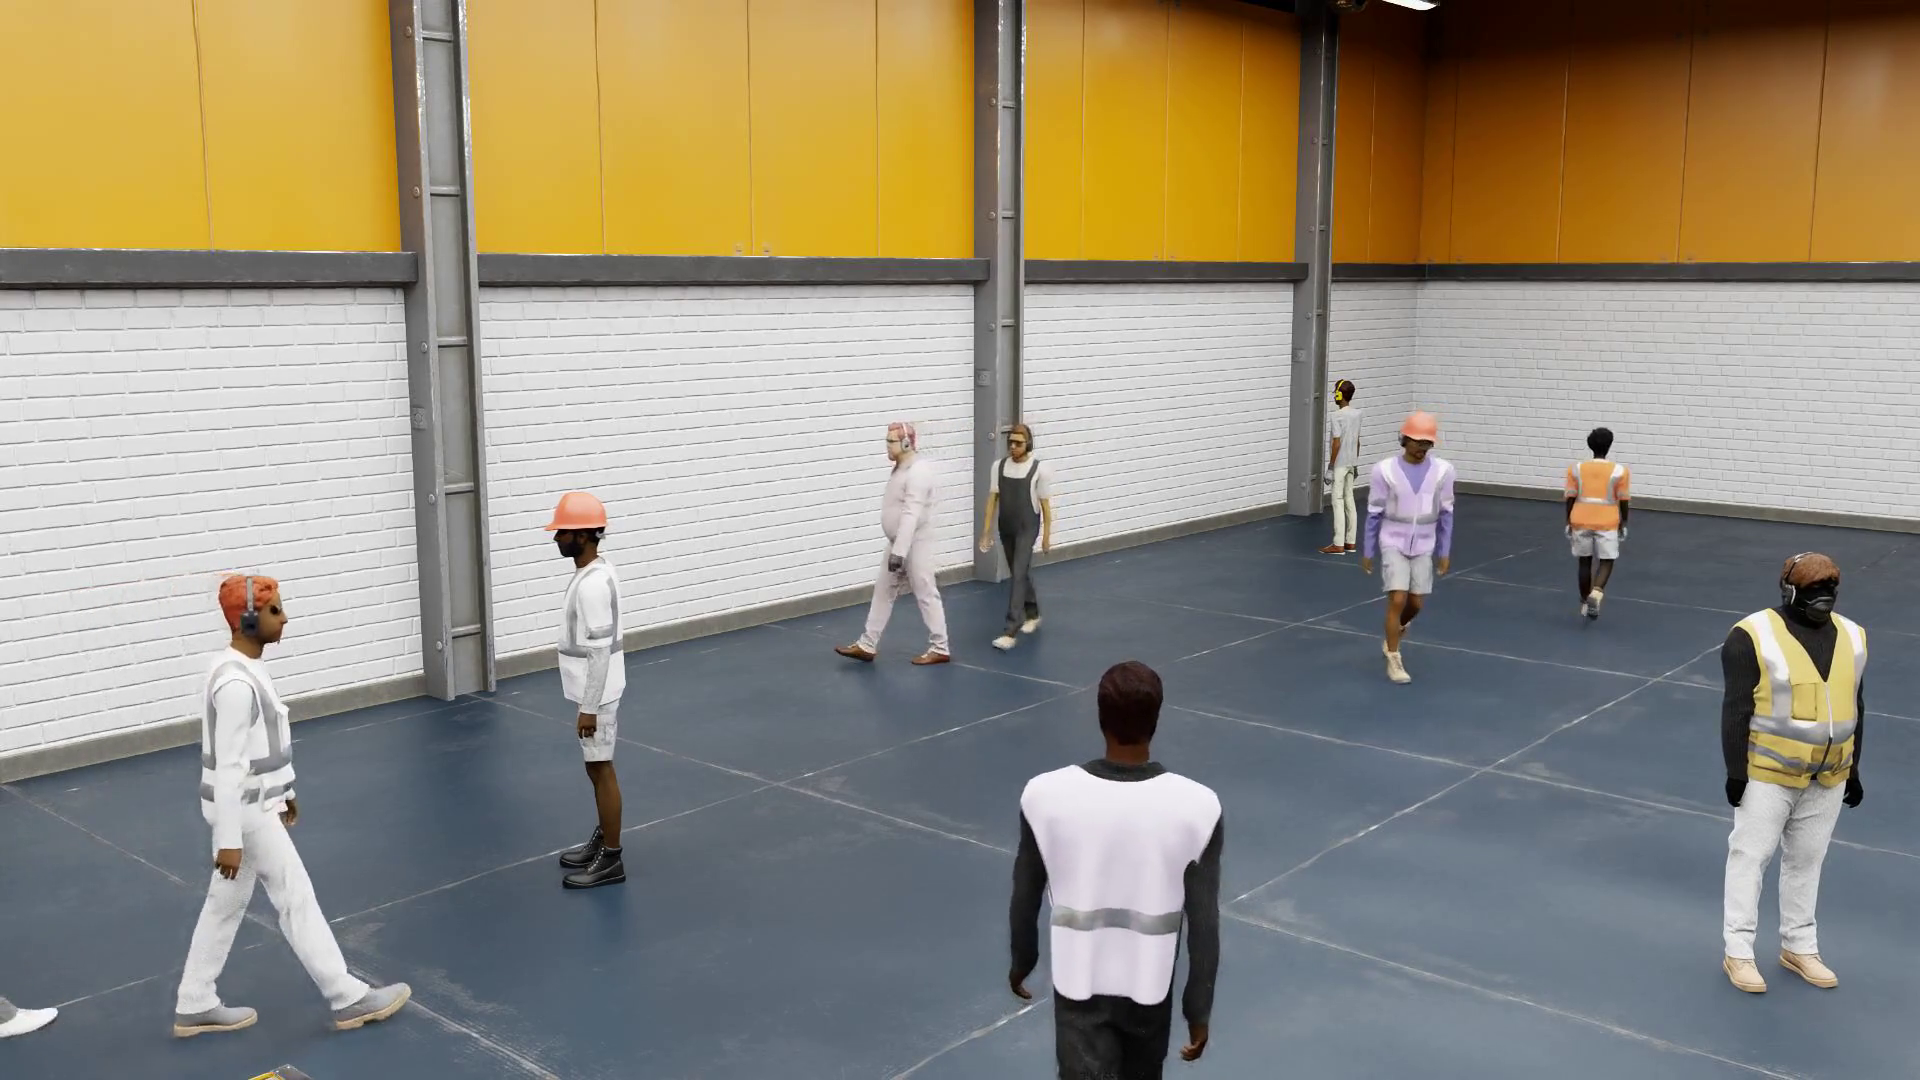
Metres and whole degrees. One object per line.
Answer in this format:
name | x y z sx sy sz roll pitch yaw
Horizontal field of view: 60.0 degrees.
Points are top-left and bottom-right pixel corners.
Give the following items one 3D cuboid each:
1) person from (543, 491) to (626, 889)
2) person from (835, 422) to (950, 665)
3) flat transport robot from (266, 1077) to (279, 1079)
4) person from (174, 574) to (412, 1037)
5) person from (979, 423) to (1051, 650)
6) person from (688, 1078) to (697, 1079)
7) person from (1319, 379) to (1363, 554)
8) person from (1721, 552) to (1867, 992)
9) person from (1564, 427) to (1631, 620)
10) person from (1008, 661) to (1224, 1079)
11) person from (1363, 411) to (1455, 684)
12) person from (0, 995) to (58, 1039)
person | -1.819 0.726 8.124 0.362 1.938 0.545 -2 9 -14
person | -0.502 0.048 12.620 0.934 1.864 0.651 -3 10 -18
flat transport robot | -2.123 2.021 5.205 1.431 0.197 0.652 8 12 40
person | -2.678 1.039 6.491 0.895 1.837 0.605 -4 10 -23
person | 0.482 -0.056 13.511 0.513 1.800 0.982 6 11 32
person | -0.325 1.673 2.462 0.390 1.846 0.565 -1 9 -9
person | 4.080 -0.781 17.797 0.531 1.870 0.316 -8 12 -42
person | 3.483 0.962 6.940 0.621 1.845 0.429 -1 9 -8
person | 5.444 -0.126 14.269 0.534 1.684 0.635 6 11 32
person | 0.452 1.275 4.900 0.611 1.866 0.998 0 9 2
person | 3.299 0.026 12.310 0.630 2.011 0.759 0 9 2
person | -4.064 1.056 6.250 0.964 1.890 0.592 -7 11 -37
